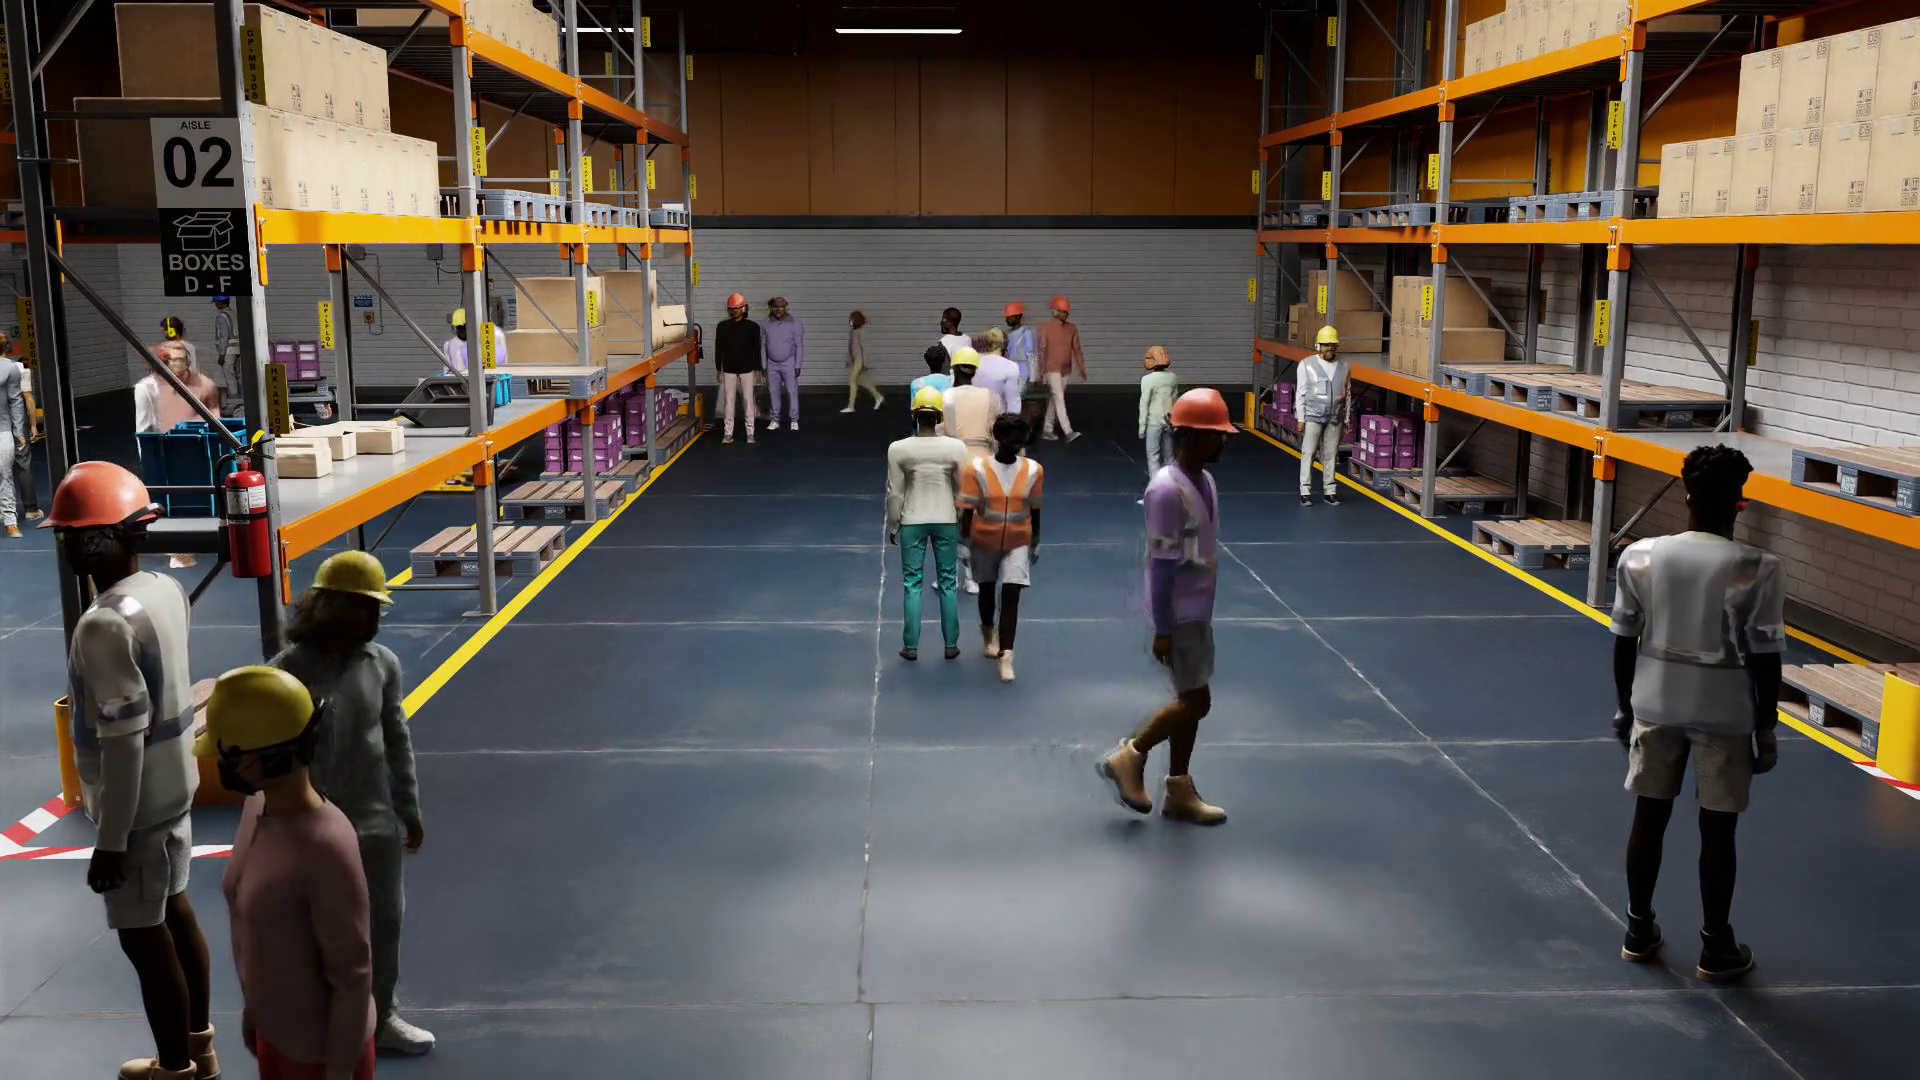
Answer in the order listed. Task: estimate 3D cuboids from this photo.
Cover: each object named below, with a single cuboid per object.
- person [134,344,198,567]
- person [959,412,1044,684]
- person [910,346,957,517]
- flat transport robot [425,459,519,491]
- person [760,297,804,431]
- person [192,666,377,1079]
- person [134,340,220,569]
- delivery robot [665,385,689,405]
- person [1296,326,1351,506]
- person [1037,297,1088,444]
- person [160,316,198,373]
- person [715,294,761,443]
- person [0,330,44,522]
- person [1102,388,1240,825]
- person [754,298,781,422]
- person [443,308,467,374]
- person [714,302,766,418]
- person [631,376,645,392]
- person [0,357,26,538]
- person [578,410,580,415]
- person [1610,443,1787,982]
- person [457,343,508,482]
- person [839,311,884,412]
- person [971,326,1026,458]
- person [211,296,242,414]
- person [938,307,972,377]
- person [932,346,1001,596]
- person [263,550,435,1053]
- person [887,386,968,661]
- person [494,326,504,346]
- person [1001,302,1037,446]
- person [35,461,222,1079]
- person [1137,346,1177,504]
[{"bbox_3d":[-6.617,-0.713,13.817,0.613,1.860,0.629,5,11,24],"label":"person"},{"bbox_3d":[0.253,0.003,10.431,0.533,1.655,0.863,-1,10,-5],"label":"person"},{"bbox_3d":[-0.221,-1.020,15.998,0.531,1.692,0.320,-2,10,-10],"label":"person"},{"bbox_3d":[-5.406,-0.728,18.330,0.652,0.197,1.431,0,10,3],"label":"flat transport robot"},{"bbox_3d":[-2.547,-2.501,23.679,0.646,1.901,0.398,2,10,13],"label":"person"},{"bbox_3d":[-1.513,1.137,3.794,0.329,1.762,0.523,-9,14,-42],"label":"person"},{"bbox_3d":[-6.485,-0.728,13.859,0.638,1.890,0.604,-4,11,-23],"label":"person"},{"bbox_3d":[-4.290,-2.068,24.746,0.477,0.478,0.707,2,10,13],"label":"delivery robot"},{"bbox_3d":[3.708,-1.257,16.927,0.589,1.834,0.403,-2,10,-9],"label":"person"},{"bbox_3d":[1.383,-2.265,22.214,0.632,1.937,1.012,-7,12,-34],"label":"person"},{"bbox_3d":[-8.711,-1.591,18.747,0.526,1.845,0.581,1,10,8],"label":"person"},{"bbox_3d":[-2.956,-2.275,22.150,0.618,1.994,0.380,0,10,-1],"label":"person"},{"bbox_3d":[-9.141,-1.092,15.977,0.512,1.845,0.340,-3,11,-17],"label":"person"},{"bbox_3d":[1.006,0.318,7.604,0.499,2.029,0.641,5,11,27],"label":"person"},{"bbox_3d":[-2.813,-2.683,24.826,0.412,1.846,0.544,6,12,31],"label":"person"},{"bbox_3d":[-5.647,-1.691,19.085,0.593,1.924,0.381,2,10,10],"label":"person"},{"bbox_3d":[-3.329,-2.718,25.218,0.911,1.789,0.646,-2,10,-10],"label":"person"},{"bbox_3d":[-4.931,-3.005,26.090,0.536,2.000,0.673,3,10,14],"label":"person"},{"bbox_3d":[-8.777,-0.964,15.001,0.627,1.940,0.372,-6,12,-32],"label":"person"},{"bbox_3d":[-5.792,-2.886,25.859,0.337,1.882,0.584,9,13,40],"label":"person"},{"bbox_3d":[2.688,0.626,6.084,0.600,1.959,0.375,9,14,42],"label":"person"},{"bbox_3d":[-5.304,-1.555,18.551,0.564,1.846,0.390,-6,12,-31],"label":"person"},{"bbox_3d":[-1.553,-2.828,26.315,0.757,1.605,0.504,-4,11,-22],"label":"person"},{"bbox_3d":[0.344,-0.984,15.156,0.438,1.920,0.644,-9,14,-42],"label":"person"},{"bbox_3d":[-11.417,-2.933,25.949,0.393,1.946,0.602,-1,10,-4],"label":"person"},{"bbox_3d":[-0.071,-1.751,19.435,0.386,1.921,0.595,6,12,30],"label":"person"},{"bbox_3d":[0.039,-0.530,12.731,0.609,1.890,0.558,-4,11,-21],"label":"person"},{"bbox_3d":[-1.971,0.894,5.284,0.334,1.721,0.567,9,14,42],"label":"person"},{"bbox_3d":[-0.205,-0.101,10.679,0.525,1.769,0.315,-1,10,-6],"label":"person"},{"bbox_3d":[-6.900,-2.509,24.085,0.591,1.777,0.944,-6,12,-30],"label":"person"},{"bbox_3d":[0.645,-2.129,21.594,0.909,1.894,0.582,-6,12,-29],"label":"person"},{"bbox_3d":[-2.499,0.778,5.002,0.376,2.042,0.615,-2,10,-10],"label":"person"},{"bbox_3d":[2.023,-1.166,17.010,0.497,1.626,0.288,-9,13,-40],"label":"person"}]
